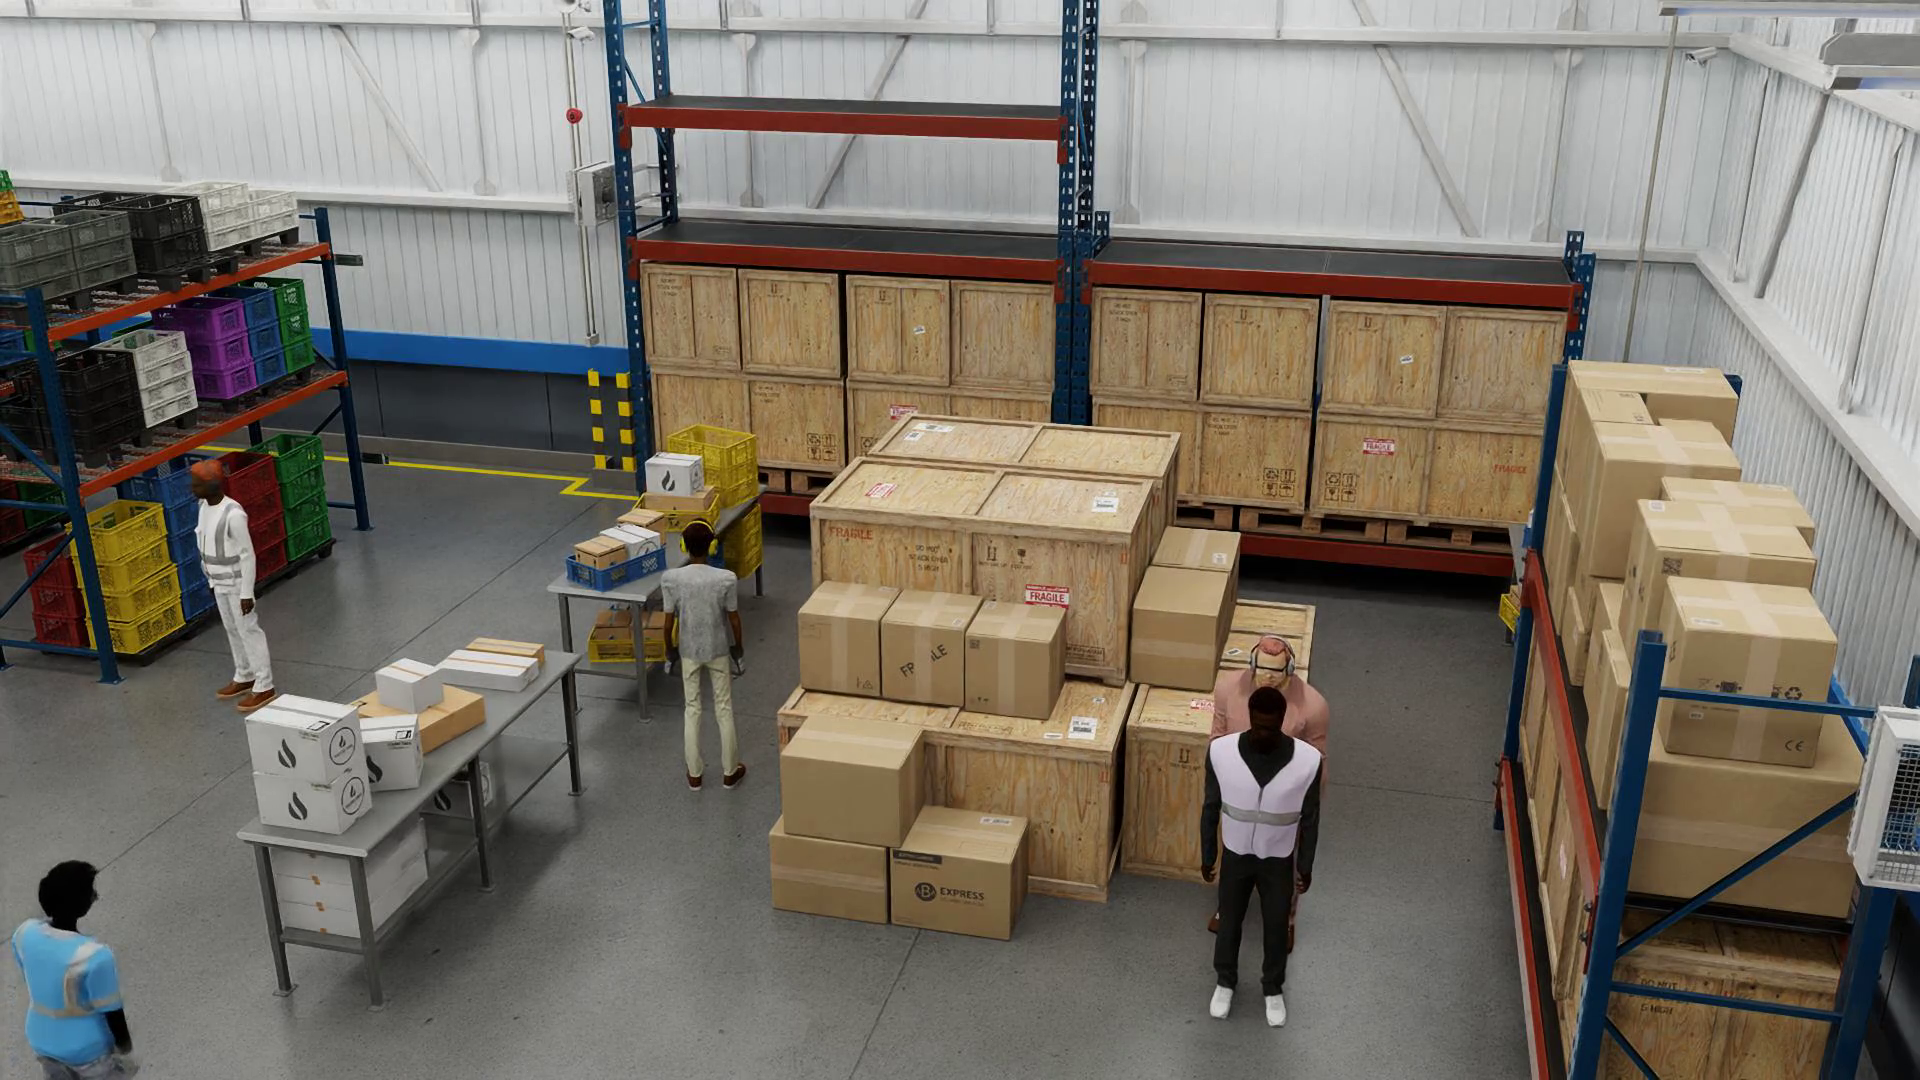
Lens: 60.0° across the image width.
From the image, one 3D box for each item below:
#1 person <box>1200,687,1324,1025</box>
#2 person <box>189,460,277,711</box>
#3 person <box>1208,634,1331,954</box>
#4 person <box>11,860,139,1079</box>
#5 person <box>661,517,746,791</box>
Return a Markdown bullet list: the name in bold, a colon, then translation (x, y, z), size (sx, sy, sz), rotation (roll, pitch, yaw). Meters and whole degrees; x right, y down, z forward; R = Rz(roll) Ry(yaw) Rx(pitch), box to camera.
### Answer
- **person**: translation (1.529, 1.599, 8.552), size (0.591, 1.911, 0.388), rotation (4, 21, 11)
- **person**: translation (-5.238, 0.312, 11.948), size (0.579, 1.881, 0.342), rotation (18, 27, 39)
- **person**: translation (1.673, 1.383, 9.146), size (0.663, 1.895, 0.403), rotation (11, 24, 27)
- **person**: translation (-3.858, 2.194, 7.306), size (0.560, 1.677, 0.403), rotation (8, 22, 21)
- **person**: translation (-1.665, 0.746, 10.832), size (0.538, 1.869, 0.313), rotation (-1, 21, -2)
